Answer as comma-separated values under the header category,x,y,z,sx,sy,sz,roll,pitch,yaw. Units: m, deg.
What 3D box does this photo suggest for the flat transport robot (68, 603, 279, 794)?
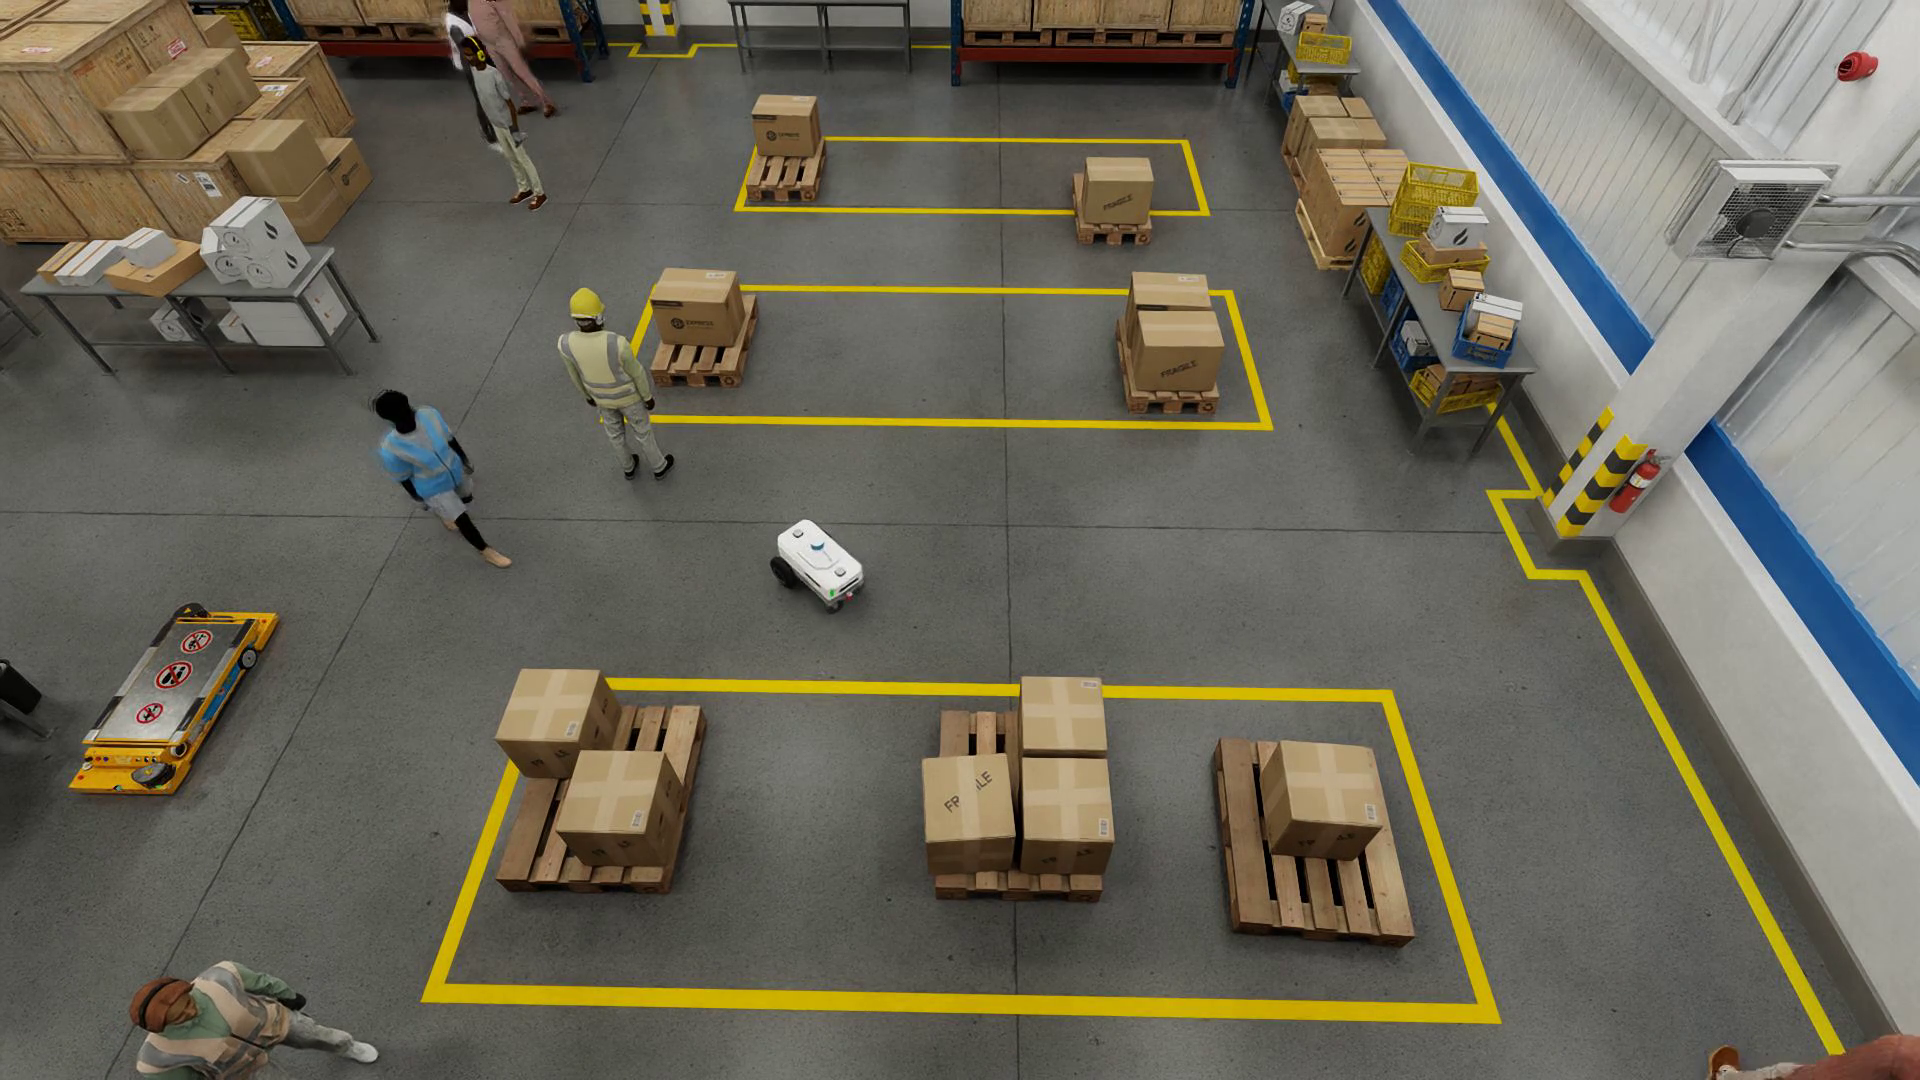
category,x,y,z,sx,sy,sz,roll,pitch,yaw
flat transport robot,-5.504,1.072,6.442,0.652,0.197,1.431,1,50,1

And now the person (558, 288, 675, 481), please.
category,x,y,z,sx,sy,sz,roll,pitch,yaw
person,-2.751,-1.195,7.350,0.588,1.824,0.403,4,50,3

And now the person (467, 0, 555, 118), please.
category,x,y,z,sx,sy,sz,roll,pitch,yaw
person,-5.856,-6.362,11.699,0.768,1.861,0.429,19,52,15

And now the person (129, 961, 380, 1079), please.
category,x,y,z,sx,sy,sz,roll,pitch,yaw
person,-3.397,2.420,4.418,0.312,1.633,0.518,14,51,12

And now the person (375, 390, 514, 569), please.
category,x,y,z,sx,sy,sz,roll,pitch,yaw
person,-3.937,-0.479,6.842,0.761,1.674,0.541,16,52,13

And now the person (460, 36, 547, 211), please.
category,x,y,z,sx,sy,sz,roll,pitch,yaw
person,-5.109,-4.622,10.220,0.509,1.872,0.328,24,54,19

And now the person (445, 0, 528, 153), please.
category,x,y,z,sx,sy,sz,roll,pitch,yaw
person,-5.823,-5.731,11.142,0.572,1.892,0.706,-6,50,-5

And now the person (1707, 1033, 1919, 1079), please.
category,x,y,z,sx,sy,sz,roll,pitch,yaw
person,4.054,2.596,4.072,0.674,1.951,0.973,22,53,18

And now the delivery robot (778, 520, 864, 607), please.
category,x,y,z,sx,sy,sz,roll,pitch,yaw
delivery robot,-1.060,0.161,6.969,0.477,0.478,0.707,-36,58,-26
